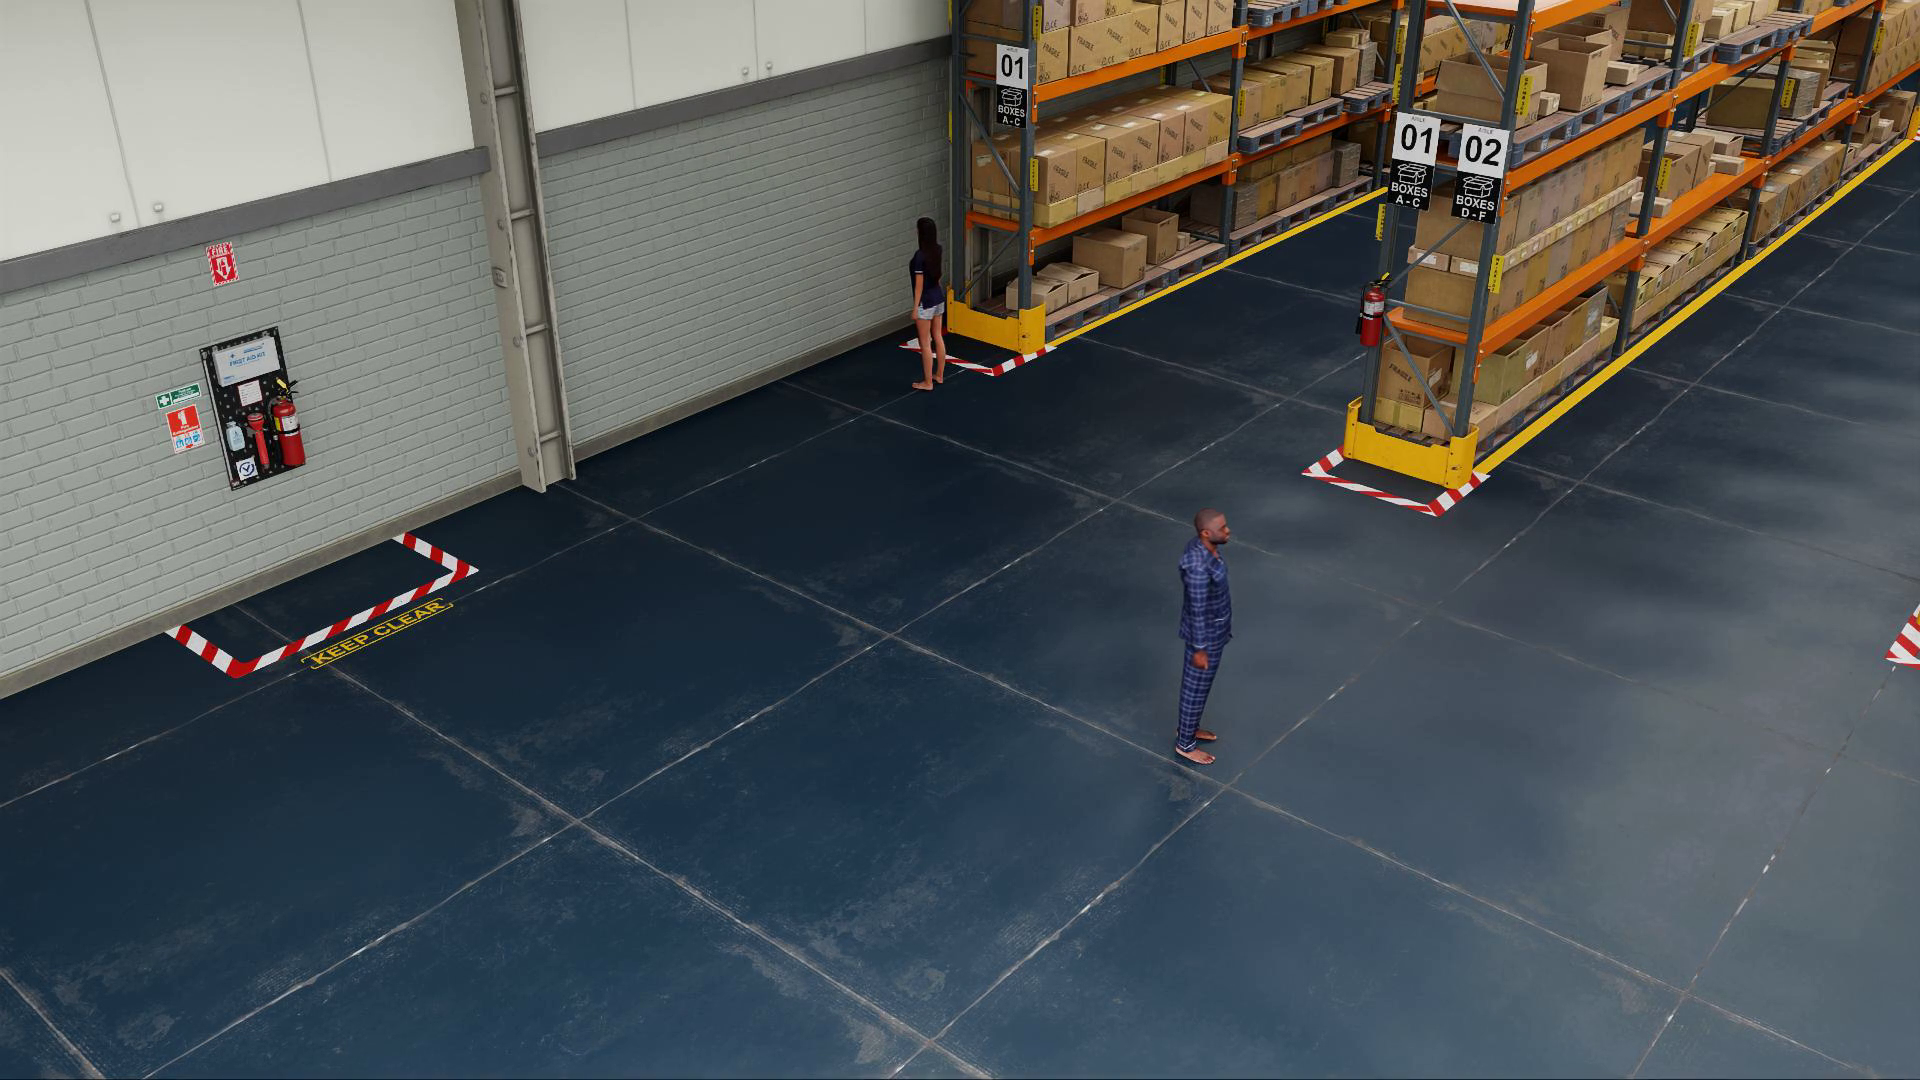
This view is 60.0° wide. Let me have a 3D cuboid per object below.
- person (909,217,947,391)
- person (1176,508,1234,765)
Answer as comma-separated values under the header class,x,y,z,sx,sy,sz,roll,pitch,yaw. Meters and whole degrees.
class,x,y,z,sx,sy,sz,roll,pitch,yaw
person,-0.311,-2.360,16.624,0.636,1.766,0.467,20,34,32
person,1.599,0.604,10.996,0.830,1.824,0.722,5,28,10
